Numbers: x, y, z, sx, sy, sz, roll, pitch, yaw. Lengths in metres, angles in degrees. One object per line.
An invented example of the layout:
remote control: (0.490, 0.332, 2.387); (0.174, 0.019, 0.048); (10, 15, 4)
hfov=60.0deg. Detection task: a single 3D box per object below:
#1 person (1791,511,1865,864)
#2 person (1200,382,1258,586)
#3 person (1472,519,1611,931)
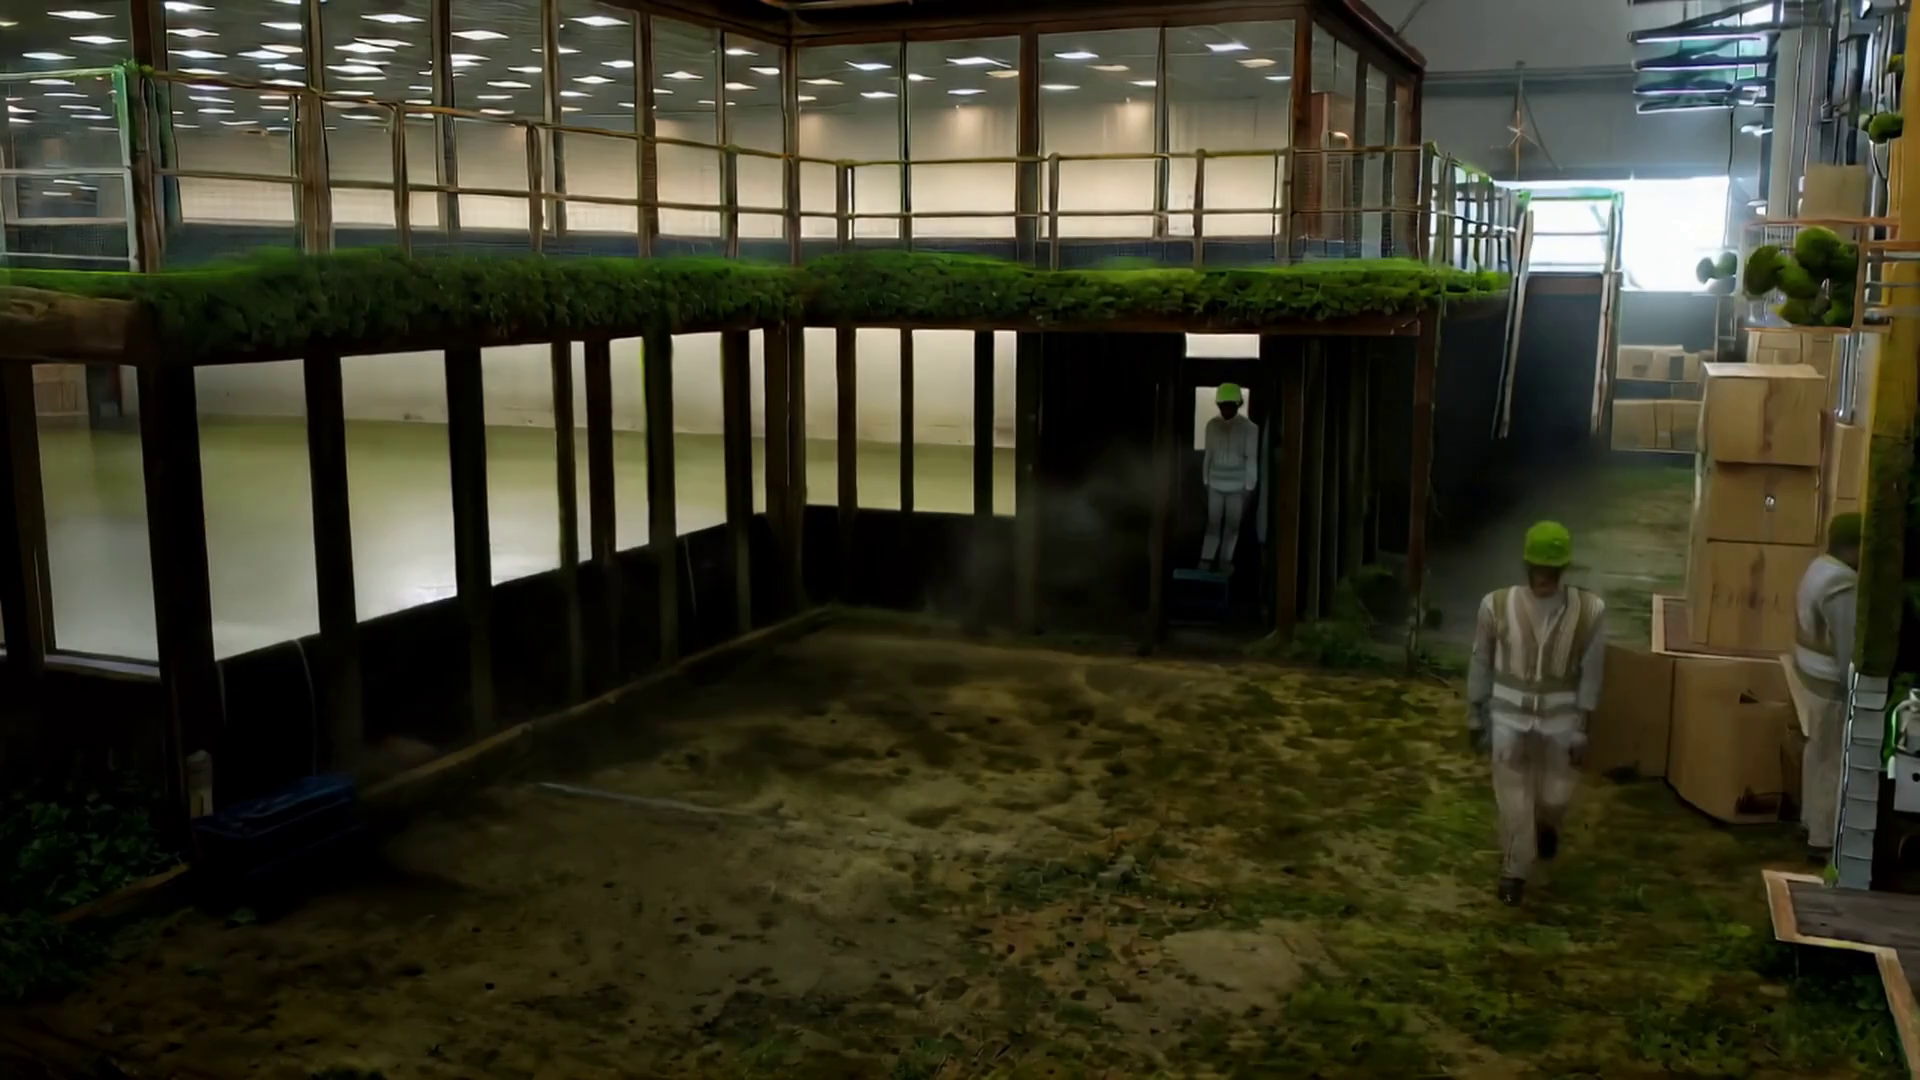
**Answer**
person: (4.535, 0.759, 8.602); (0.429, 1.838, 0.642); (3, 10, 16)
person: (2.604, -0.545, 16.191); (0.616, 1.985, 0.413); (9, 13, 44)
person: (2.744, 0.830, 7.883); (0.615, 1.928, 0.697); (3, 10, 19)
